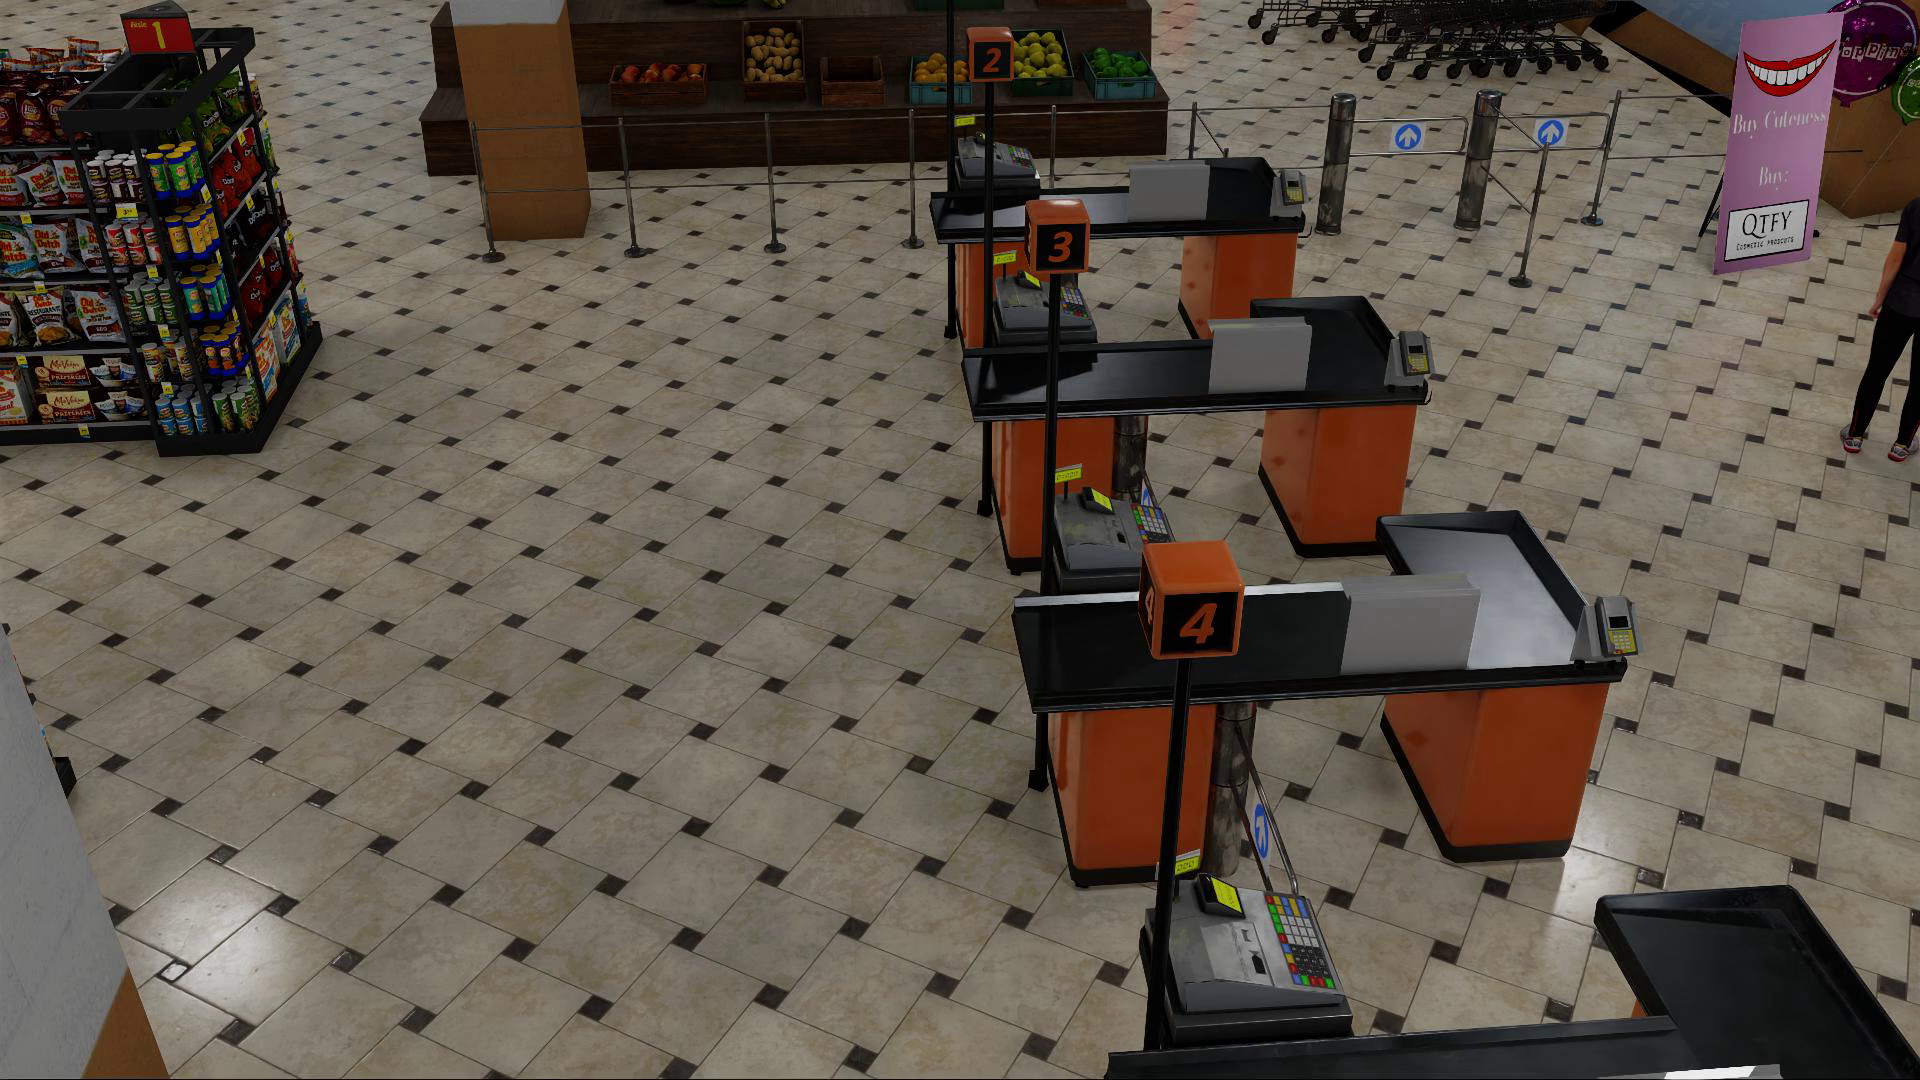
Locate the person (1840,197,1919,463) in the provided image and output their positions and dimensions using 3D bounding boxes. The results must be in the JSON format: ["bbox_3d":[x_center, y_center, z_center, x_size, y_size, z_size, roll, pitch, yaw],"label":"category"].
[{"bbox_3d":[5.215,-1.267,9.028,0.675,1.764,0.781,17,36,25],"label":"person"}]
